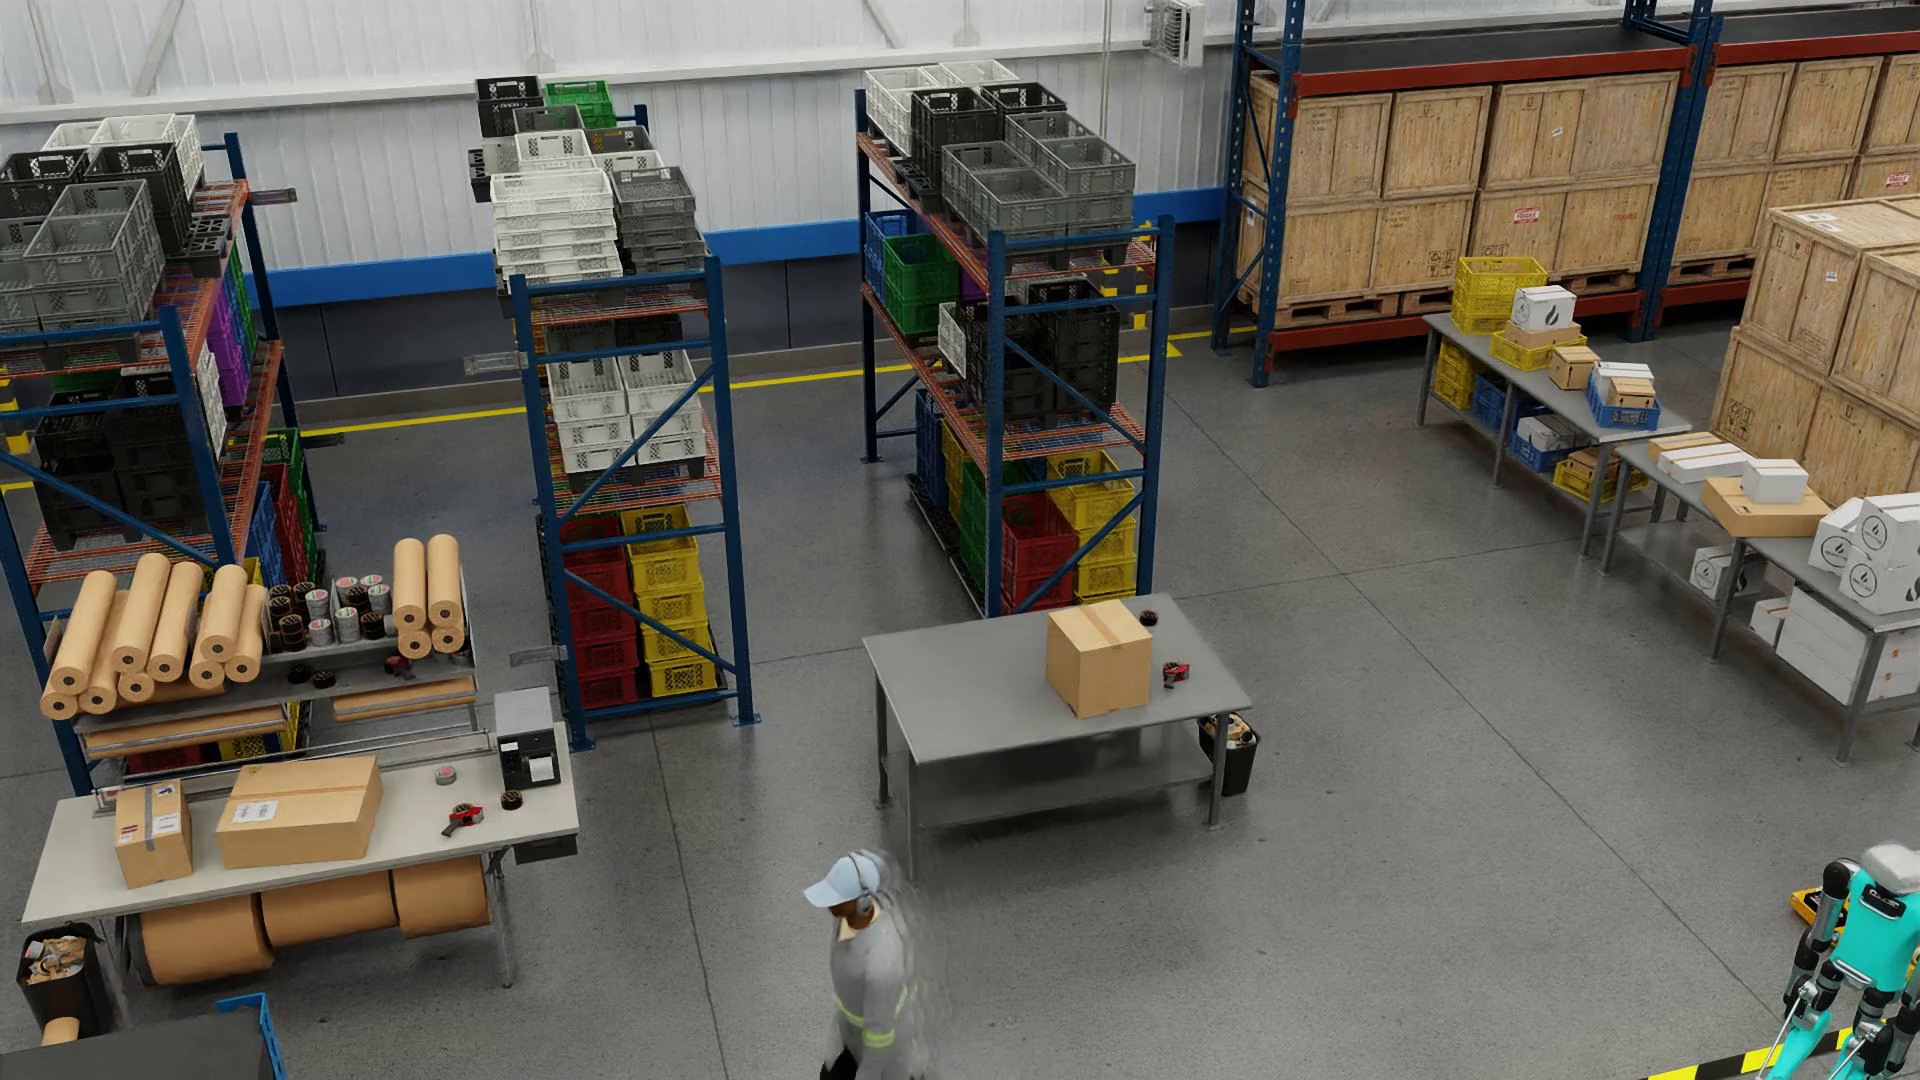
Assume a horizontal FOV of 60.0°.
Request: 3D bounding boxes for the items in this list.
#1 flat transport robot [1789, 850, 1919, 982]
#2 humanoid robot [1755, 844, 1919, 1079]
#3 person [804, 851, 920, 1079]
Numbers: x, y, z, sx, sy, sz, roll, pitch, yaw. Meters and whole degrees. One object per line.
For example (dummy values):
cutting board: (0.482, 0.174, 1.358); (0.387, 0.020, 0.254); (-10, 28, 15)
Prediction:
flat transport robot: (5.163, 1.916, 8.676); (1.431, 0.231, 0.659); (-8, 30, -14)
humanoid robot: (3.519, 2.032, 6.804); (0.735, 1.673, 0.533); (-18, 34, -29)
person: (-0.456, 2.039, 6.844); (0.917, 1.817, 0.611); (-10, 30, -18)
